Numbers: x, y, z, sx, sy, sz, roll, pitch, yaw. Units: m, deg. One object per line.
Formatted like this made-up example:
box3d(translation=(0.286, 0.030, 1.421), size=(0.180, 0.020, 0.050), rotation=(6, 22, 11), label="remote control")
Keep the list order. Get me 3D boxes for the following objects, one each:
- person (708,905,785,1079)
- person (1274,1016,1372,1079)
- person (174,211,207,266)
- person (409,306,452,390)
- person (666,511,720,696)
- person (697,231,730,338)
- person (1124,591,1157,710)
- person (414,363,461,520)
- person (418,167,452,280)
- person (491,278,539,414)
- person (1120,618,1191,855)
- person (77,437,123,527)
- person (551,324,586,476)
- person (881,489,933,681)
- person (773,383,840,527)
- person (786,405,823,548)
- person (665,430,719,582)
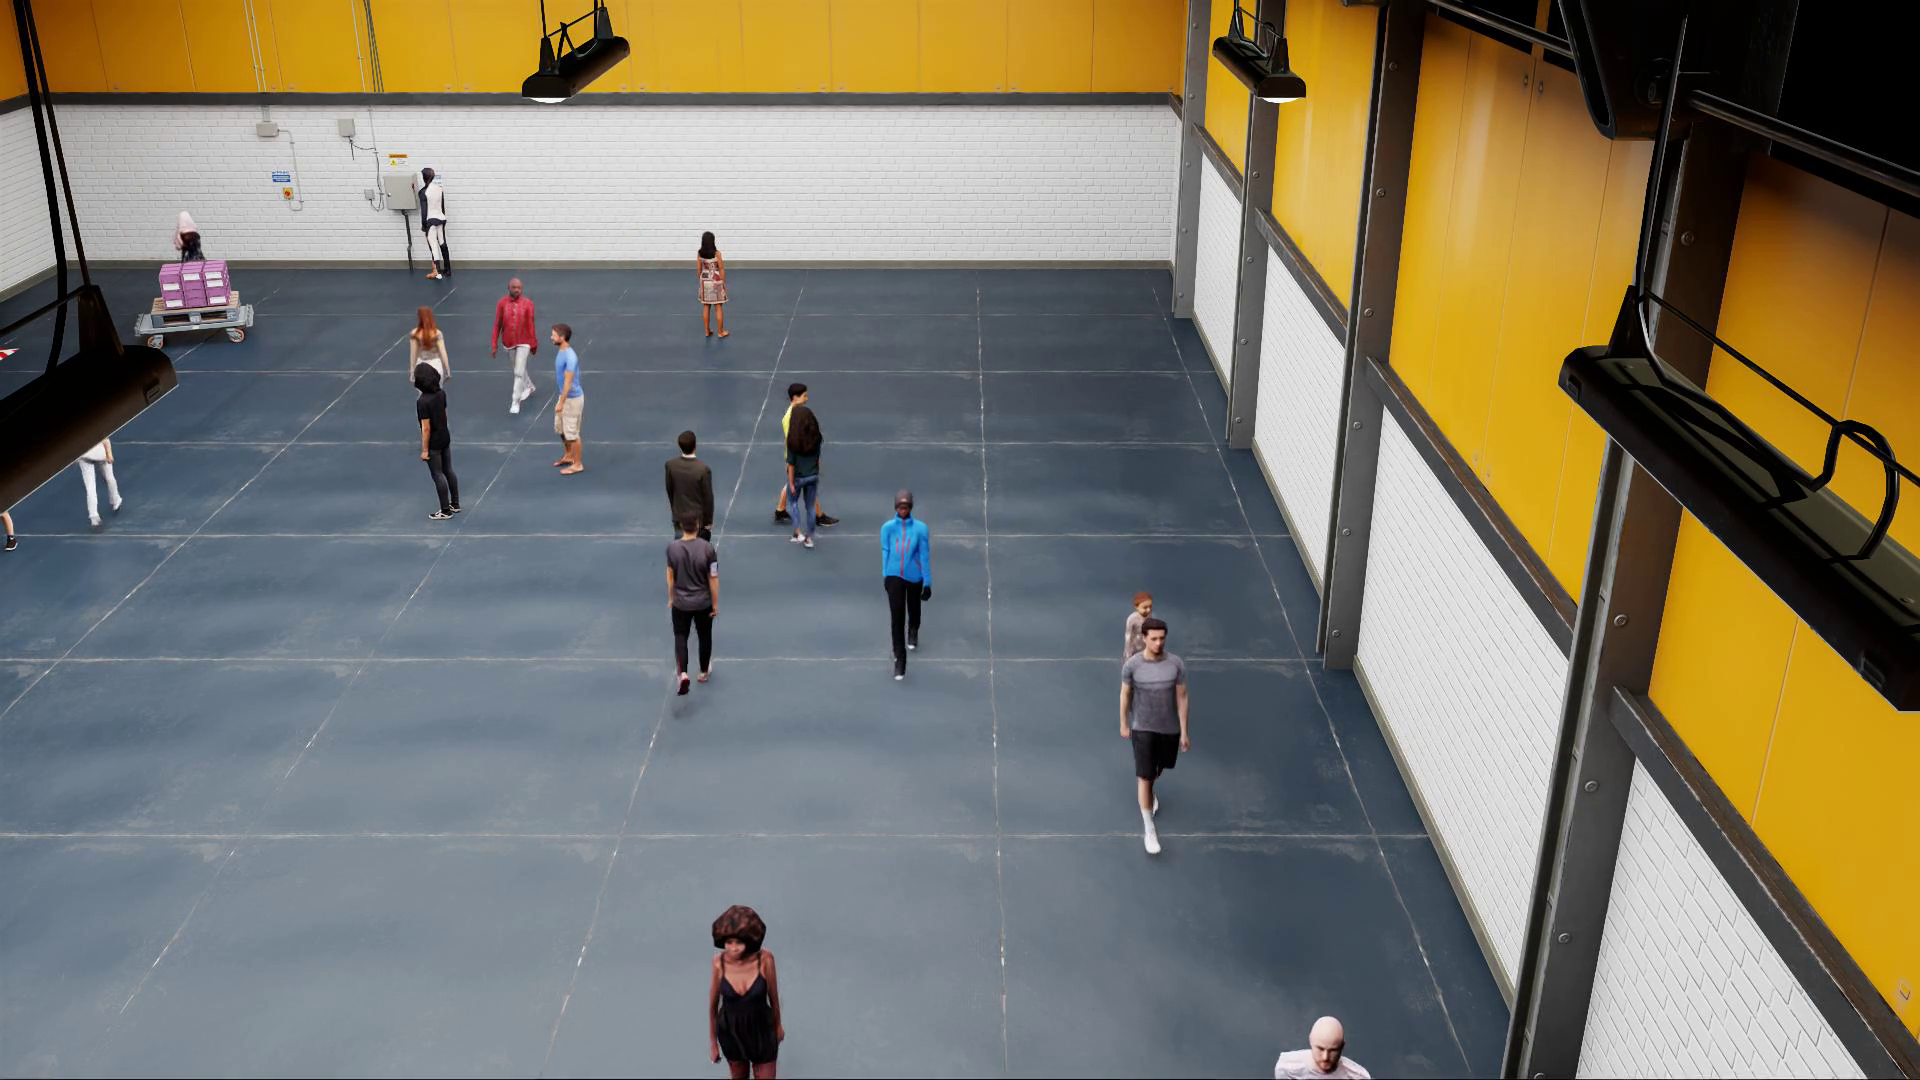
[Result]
box3d(translation=(-1.256, 2.868, 9.837), size=(0.605, 1.769, 0.749), rotation=(-2, 24, -4), label="person")
box3d(translation=(1.910, 3.240, 8.924), size=(0.769, 1.818, 0.794), rotation=(9, 25, 20), label="person")
box3d(translation=(-12.437, -4.473, 26.817), size=(0.829, 1.619, 1.011), rotation=(9, 25, 21), label="person")
box3d(translation=(-6.819, -2.121, 21.326), size=(0.651, 1.707, 0.648), rotation=(-2, 24, -5), label="person")
box3d(translation=(-2.446, 0.592, 15.069), size=(0.657, 1.749, 0.980), rotation=(-1, 24, -1), label="person")
box3d(translation=(-3.823, -3.944, 25.576), size=(0.705, 1.645, 0.632), rotation=(7, 24, 15), label="person")
box3d(translation=(1.579, 0.977, 14.901), size=(0.601, 1.177, 0.765), rotation=(-6, 24, -14), label="person")
box3d(translation=(-5.959, -1.141, 18.925), size=(0.746, 1.835, 0.571), rotation=(7, 25, 17), label="person")
box3d(translation=(-9.119, -5.504, 28.834), size=(0.838, 1.892, 0.716), rotation=(13, 27, 28), label="person")
box3d(translation=(-5.978, -2.682, 22.523), size=(0.802, 1.776, 1.263), rotation=(3, 24, 7), label="person")
box3d(translation=(1.524, 1.424, 13.056), size=(0.710, 1.837, 1.202), rotation=(-1, 24, -3), label="person")
box3d(translation=(-9.792, -0.941, 18.726), size=(0.790, 1.628, 1.160), rotation=(-6, 24, -14), label="person")
box3d(translation=(-4.707, -1.733, 20.251), size=(0.847, 1.859, 0.748), rotation=(-11, 26, -24), label="person")
box3d(translation=(-0.500, 0.335, 15.649), size=(0.608, 1.755, 1.145), rotation=(0, 24, 1), label="person")
box3d(translation=(-1.883, -0.949, 18.685), size=(0.669, 1.676, 0.906), rotation=(0, 24, 0), label="person")
box3d(translation=(-1.660, -0.663, 18.117), size=(0.706, 1.606, 0.746), rotation=(-12, 26, -25), label="person")
box3d(translation=(-2.774, -0.209, 16.887), size=(0.808, 1.760, 1.211), rotation=(4, 24, 9), label="person")
